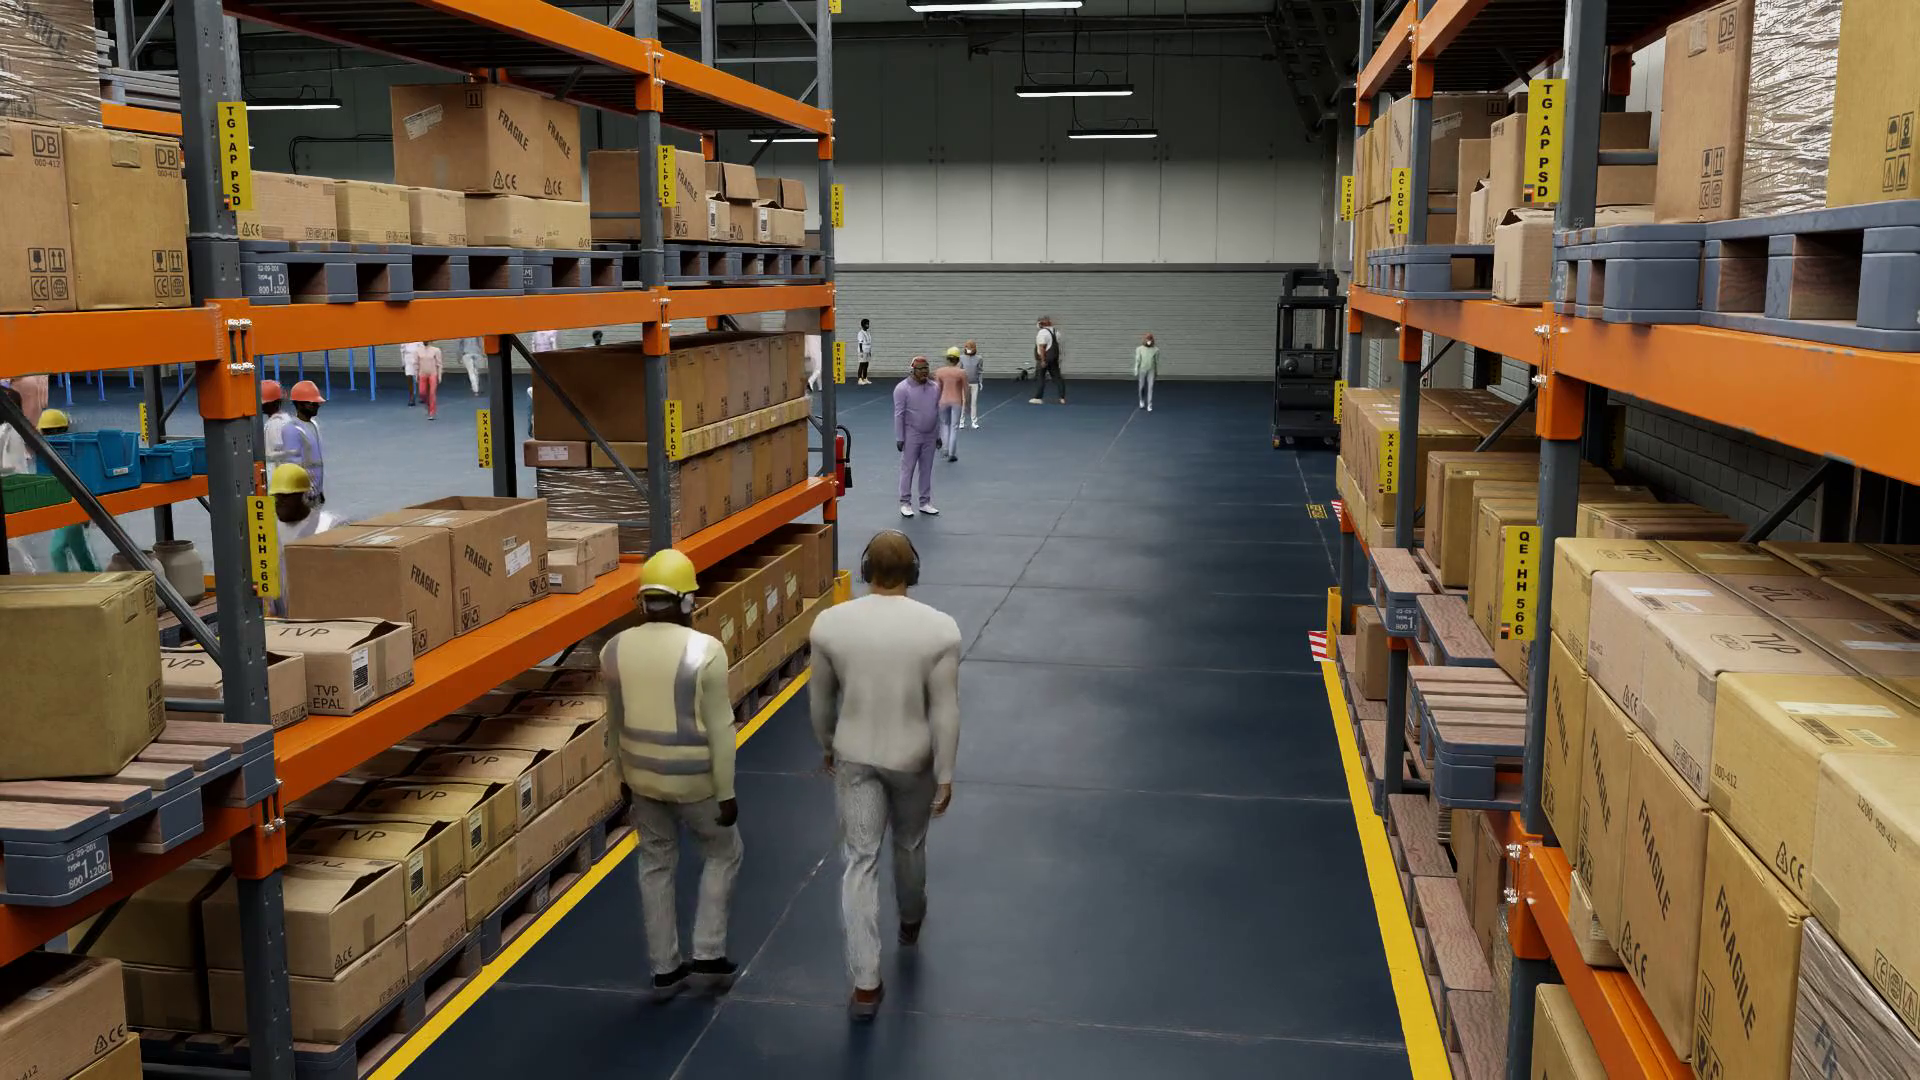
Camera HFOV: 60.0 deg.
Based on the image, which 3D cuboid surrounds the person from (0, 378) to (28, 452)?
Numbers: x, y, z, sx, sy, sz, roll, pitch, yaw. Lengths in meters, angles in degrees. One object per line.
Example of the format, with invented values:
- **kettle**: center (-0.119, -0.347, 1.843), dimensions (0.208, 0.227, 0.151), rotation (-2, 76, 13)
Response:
- **person**: center (-15.398, -2.332, 26.810), dimensions (0.565, 1.841, 0.384), rotation (1, 9, 9)

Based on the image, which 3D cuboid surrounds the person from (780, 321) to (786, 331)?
- **person**: center (-3.593, -3.633, 34.718), dimensions (0.500, 1.873, 0.609), rotation (-3, 10, -18)

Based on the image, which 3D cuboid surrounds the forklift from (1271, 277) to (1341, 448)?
- **forklift**: center (5.847, -3.016, 27.970), dimensions (1.129, 2.768, 1.873), rotation (1, 9, 9)

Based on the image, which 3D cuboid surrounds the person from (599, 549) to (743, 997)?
- **person**: center (-1.133, 0.935, 6.711), dimensions (0.627, 1.818, 0.502), rotation (4, 10, 22)

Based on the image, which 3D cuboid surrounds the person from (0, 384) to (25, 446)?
- **person**: center (-11.018, -1.128, 19.014), dimensions (0.628, 1.972, 0.836), rotation (-2, 10, -14)

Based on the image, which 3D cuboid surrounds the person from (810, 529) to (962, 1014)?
- **person**: center (-0.300, 0.890, 6.849), dimensions (0.629, 1.875, 1.052), rotation (0, 9, 2)

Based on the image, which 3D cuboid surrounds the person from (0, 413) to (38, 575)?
- **person**: center (-8.542, -0.398, 14.821), dimensions (0.578, 1.873, 0.416), rotation (7, 11, 36)

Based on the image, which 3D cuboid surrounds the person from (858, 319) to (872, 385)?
- **person**: center (-2.449, -4.835, 42.722), dimensions (0.321, 1.689, 0.530), rotation (4, 10, 23)

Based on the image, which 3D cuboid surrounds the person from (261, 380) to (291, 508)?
- **person**: center (-6.441, -0.566, 15.706), dimensions (0.448, 1.910, 0.592), rotation (-1, 9, -5)

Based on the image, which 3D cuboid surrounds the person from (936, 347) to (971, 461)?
- **person**: center (-0.087, -2.105, 25.729), dimensions (0.547, 1.734, 0.770), rotation (3, 10, 18)

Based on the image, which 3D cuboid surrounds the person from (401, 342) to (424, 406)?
- **person**: center (-11.937, -3.917, 36.385), dimensions (0.551, 1.912, 0.823), rotation (-1, 9, -5)

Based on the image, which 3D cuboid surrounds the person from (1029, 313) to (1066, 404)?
- **person**: center (1.987, -4.020, 36.740), dimensions (0.734, 2.000, 0.724), rotation (7, 12, 37)

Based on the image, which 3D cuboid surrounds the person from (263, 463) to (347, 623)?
- **person**: center (-3.991, 0.420, 10.052), dimensions (0.607, 1.782, 0.946), rotation (2, 9, 11)

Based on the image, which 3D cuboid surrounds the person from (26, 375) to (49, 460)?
- **person**: center (-14.400, -2.193, 25.801), dimensions (0.636, 1.899, 0.401), rotation (5, 10, 29)

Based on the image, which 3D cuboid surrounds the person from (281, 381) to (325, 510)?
- **person**: center (-5.878, -0.470, 15.032), dimensions (0.377, 1.936, 0.549), rotation (0, 9, 0)

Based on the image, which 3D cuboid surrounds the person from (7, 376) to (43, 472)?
- **person**: center (-11.945, -1.417, 21.068), dimensions (0.668, 1.880, 0.776), rotation (8, 12, 39)

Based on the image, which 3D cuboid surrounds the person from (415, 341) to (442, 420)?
- **person**: center (-10.447, -3.236, 32.676), dimensions (0.540, 1.752, 0.362), rotation (0, 9, -1)

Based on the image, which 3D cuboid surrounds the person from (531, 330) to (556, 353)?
- **person**: center (-9.999, -4.471, 39.832), dimensions (0.618, 1.889, 0.896), rotation (0, 9, 3)

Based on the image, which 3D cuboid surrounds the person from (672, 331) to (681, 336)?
- **person**: center (-6.096, -3.713, 35.998), dimensions (0.383, 1.619, 0.522), rotation (2, 9, 13)

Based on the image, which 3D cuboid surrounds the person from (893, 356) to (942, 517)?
- **person**: center (-0.479, -1.246, 19.916), dimensions (0.651, 1.906, 0.401), rotation (-7, 11, -35)

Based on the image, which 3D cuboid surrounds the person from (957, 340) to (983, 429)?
- **person**: center (0.185, -2.894, 30.916), dimensions (0.501, 1.633, 0.289), rotation (-2, 9, -9)

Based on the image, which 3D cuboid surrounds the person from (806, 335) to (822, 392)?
- **person**: center (-3.450, -4.505, 40.099), dimensions (0.639, 1.876, 0.816), rotation (8, 12, 40)

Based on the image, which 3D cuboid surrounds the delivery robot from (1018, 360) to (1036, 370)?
- **delivery robot**: center (1.782, -4.653, 44.117), dimensions (0.335, 0.223, 0.698), rotation (5, 10, 31)

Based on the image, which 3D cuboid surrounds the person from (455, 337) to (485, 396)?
- **person**: center (-11.539, -4.320, 38.969), dimensions (0.872, 1.878, 0.693), rotation (9, 13, 44)

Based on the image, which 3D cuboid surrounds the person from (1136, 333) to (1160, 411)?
- **person**: center (3.940, -3.542, 34.950), dimensions (0.509, 1.617, 0.609), rotation (0, 9, 1)

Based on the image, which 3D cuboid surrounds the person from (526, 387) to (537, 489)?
- **person**: center (-5.570, -1.507, 22.385), dimensions (0.515, 1.631, 0.314), rotation (0, 9, 3)

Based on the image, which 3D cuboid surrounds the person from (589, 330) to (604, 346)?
- **person**: center (-7.656, -3.610, 35.224), dimensions (0.536, 1.676, 0.739), rotation (-6, 11, -32)

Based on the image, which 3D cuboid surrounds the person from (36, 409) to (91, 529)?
- **person**: center (-7.711, -0.239, 14.188), dimensions (0.541, 1.735, 0.713), rotation (8, 12, 41)
